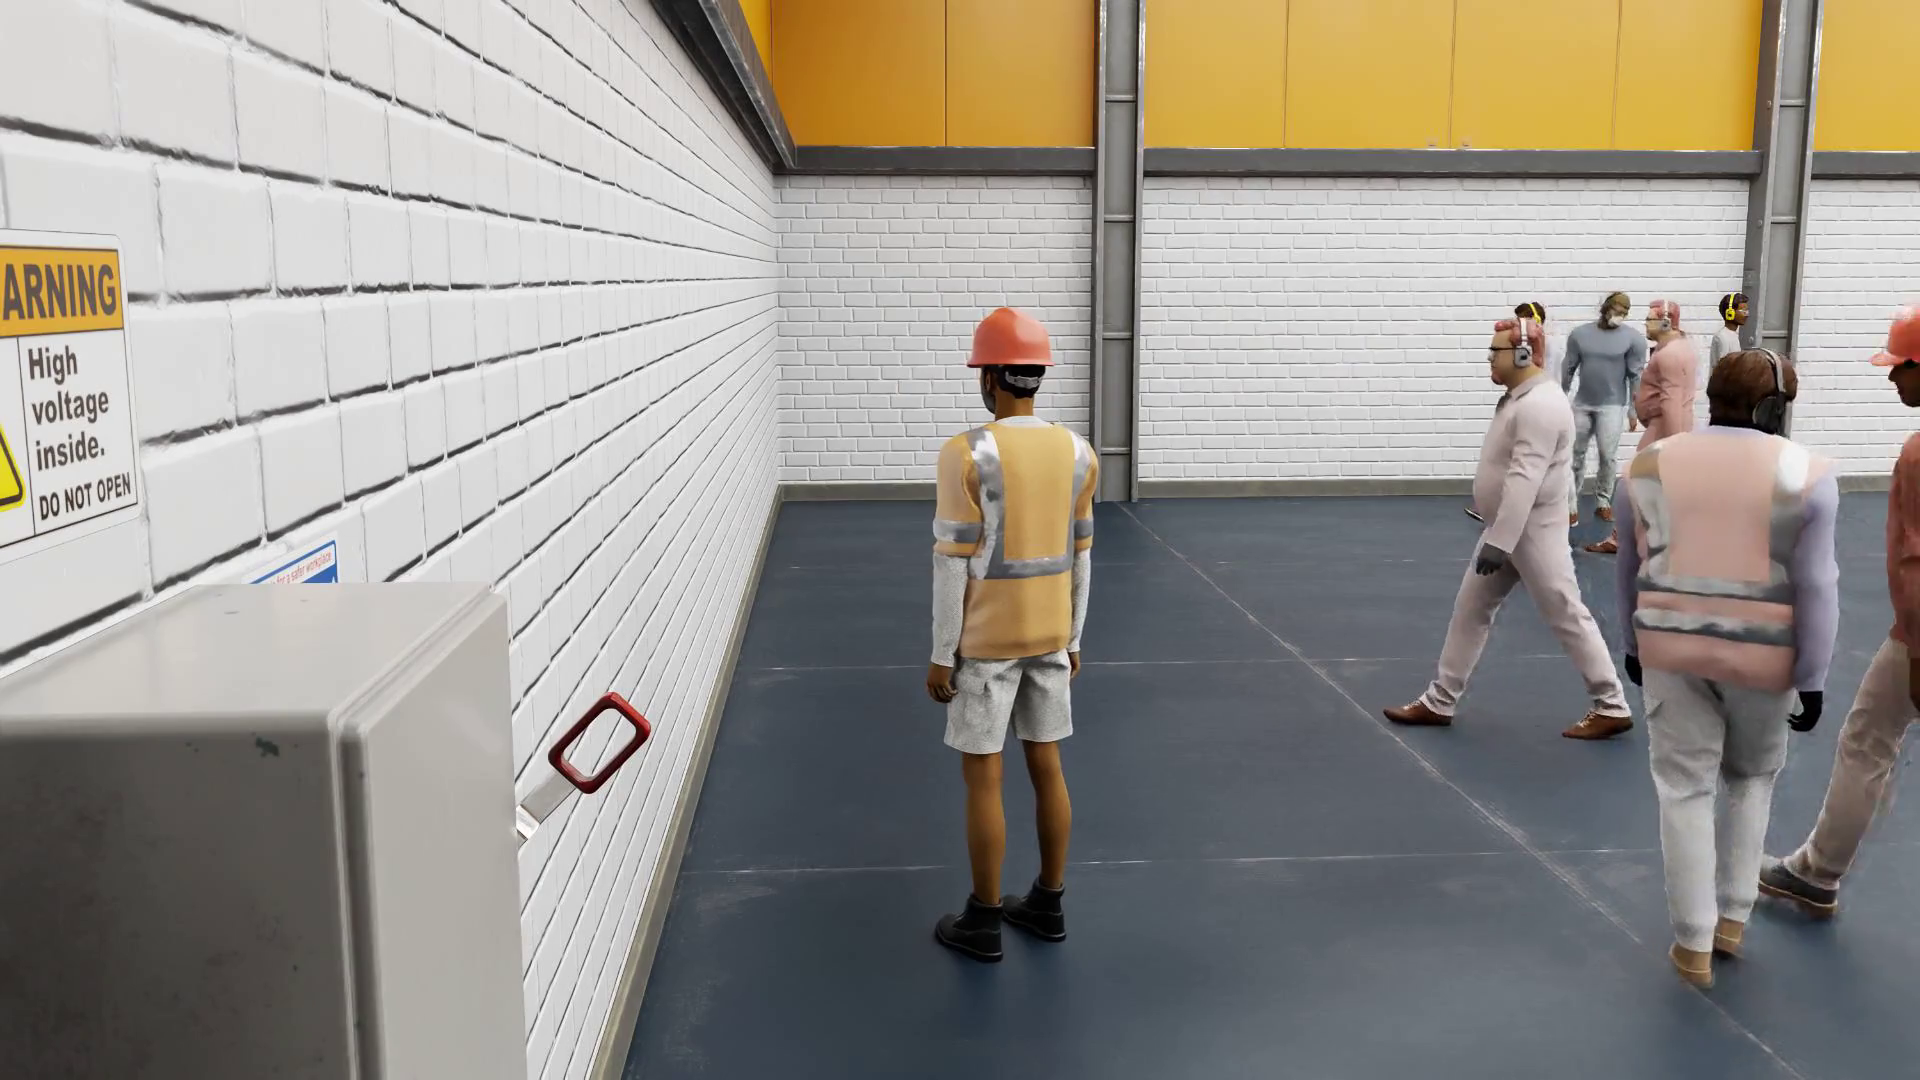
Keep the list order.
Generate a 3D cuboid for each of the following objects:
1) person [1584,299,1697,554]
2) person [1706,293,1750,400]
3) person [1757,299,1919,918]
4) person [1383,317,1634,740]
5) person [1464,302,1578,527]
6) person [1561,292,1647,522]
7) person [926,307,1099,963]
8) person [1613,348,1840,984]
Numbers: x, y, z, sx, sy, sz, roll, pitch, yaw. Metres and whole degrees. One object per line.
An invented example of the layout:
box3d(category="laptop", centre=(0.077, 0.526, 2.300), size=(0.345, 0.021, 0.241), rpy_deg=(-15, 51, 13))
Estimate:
box3d(category="person", centre=(5.083, -0.781, 11.864), size=(0.992, 1.863, 0.649), rpy_deg=(6, 11, 32))
box3d(category="person", centre=(6.613, -1.187, 14.345), size=(0.328, 1.872, 0.515), rpy_deg=(4, 10, 24))
box3d(category="person", centre=(2.885, 0.257, 5.006), size=(0.687, 1.953, 0.972), rpy_deg=(-5, 10, -27))
box3d(category="person", centre=(2.472, -0.040, 7.254), size=(1.043, 1.853, 0.634), rpy_deg=(1, 9, 4))
box3d(category="person", centre=(4.553, -0.978, 13.246), size=(1.002, 1.799, 0.542), rpy_deg=(-3, 9, -16))
box3d(category="person", centre=(5.217, -1.096, 13.753), size=(0.345, 1.898, 0.833), rpy_deg=(-8, 12, -42))
box3d(category="person", centre=(0.143, 0.280, 4.973), size=(0.544, 1.932, 0.375), rpy_deg=(-6, 11, -33))
box3d(category="person", centre=(2.210, 0.352, 4.864), size=(0.617, 1.813, 0.612), rpy_deg=(5, 10, 30))
